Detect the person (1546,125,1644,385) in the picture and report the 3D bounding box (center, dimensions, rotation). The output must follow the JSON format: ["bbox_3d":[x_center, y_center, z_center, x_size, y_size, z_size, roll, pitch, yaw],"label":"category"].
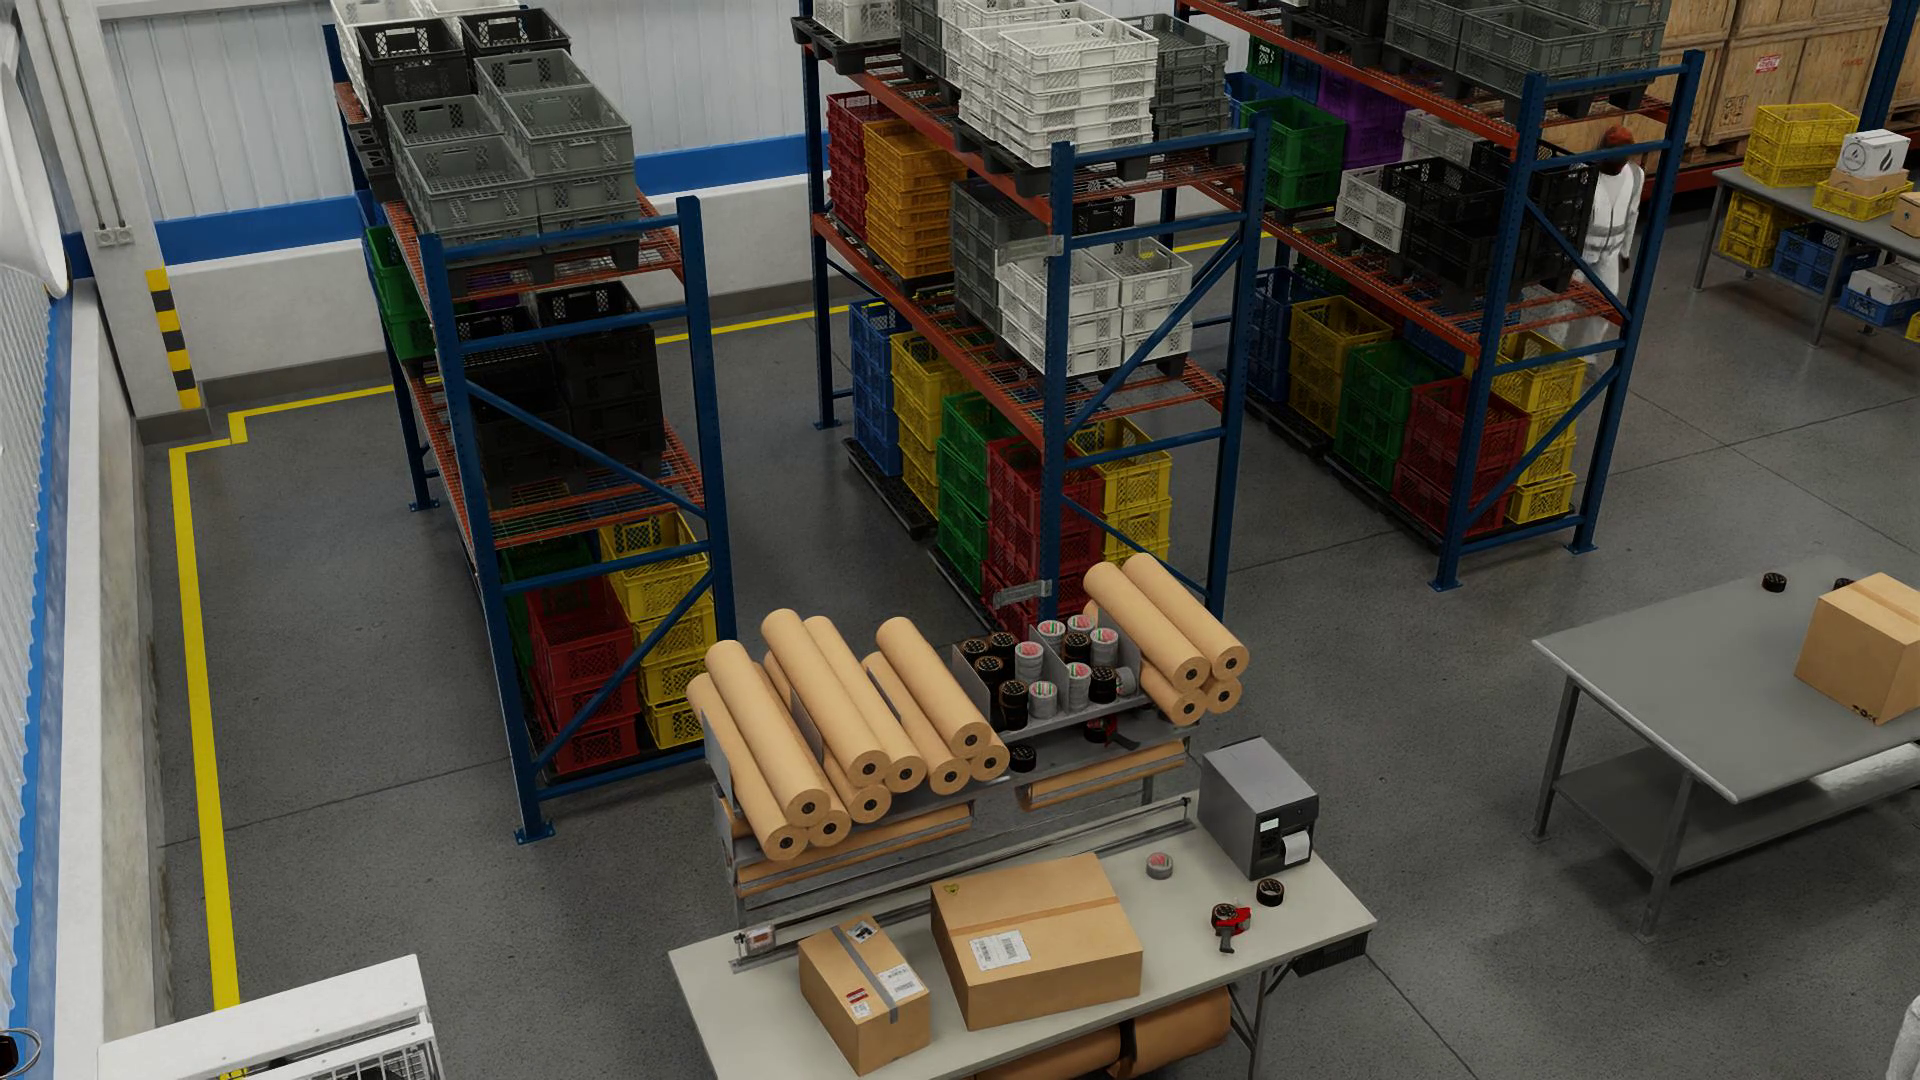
[{"bbox_3d":[4.444,-1.975,11.634,0.634,1.869,0.631,-6,32,-9],"label":"person"}]

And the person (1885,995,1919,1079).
[{"bbox_3d":[3.695,1.539,5.958,0.429,1.844,0.627,10,33,16],"label":"person"}]
